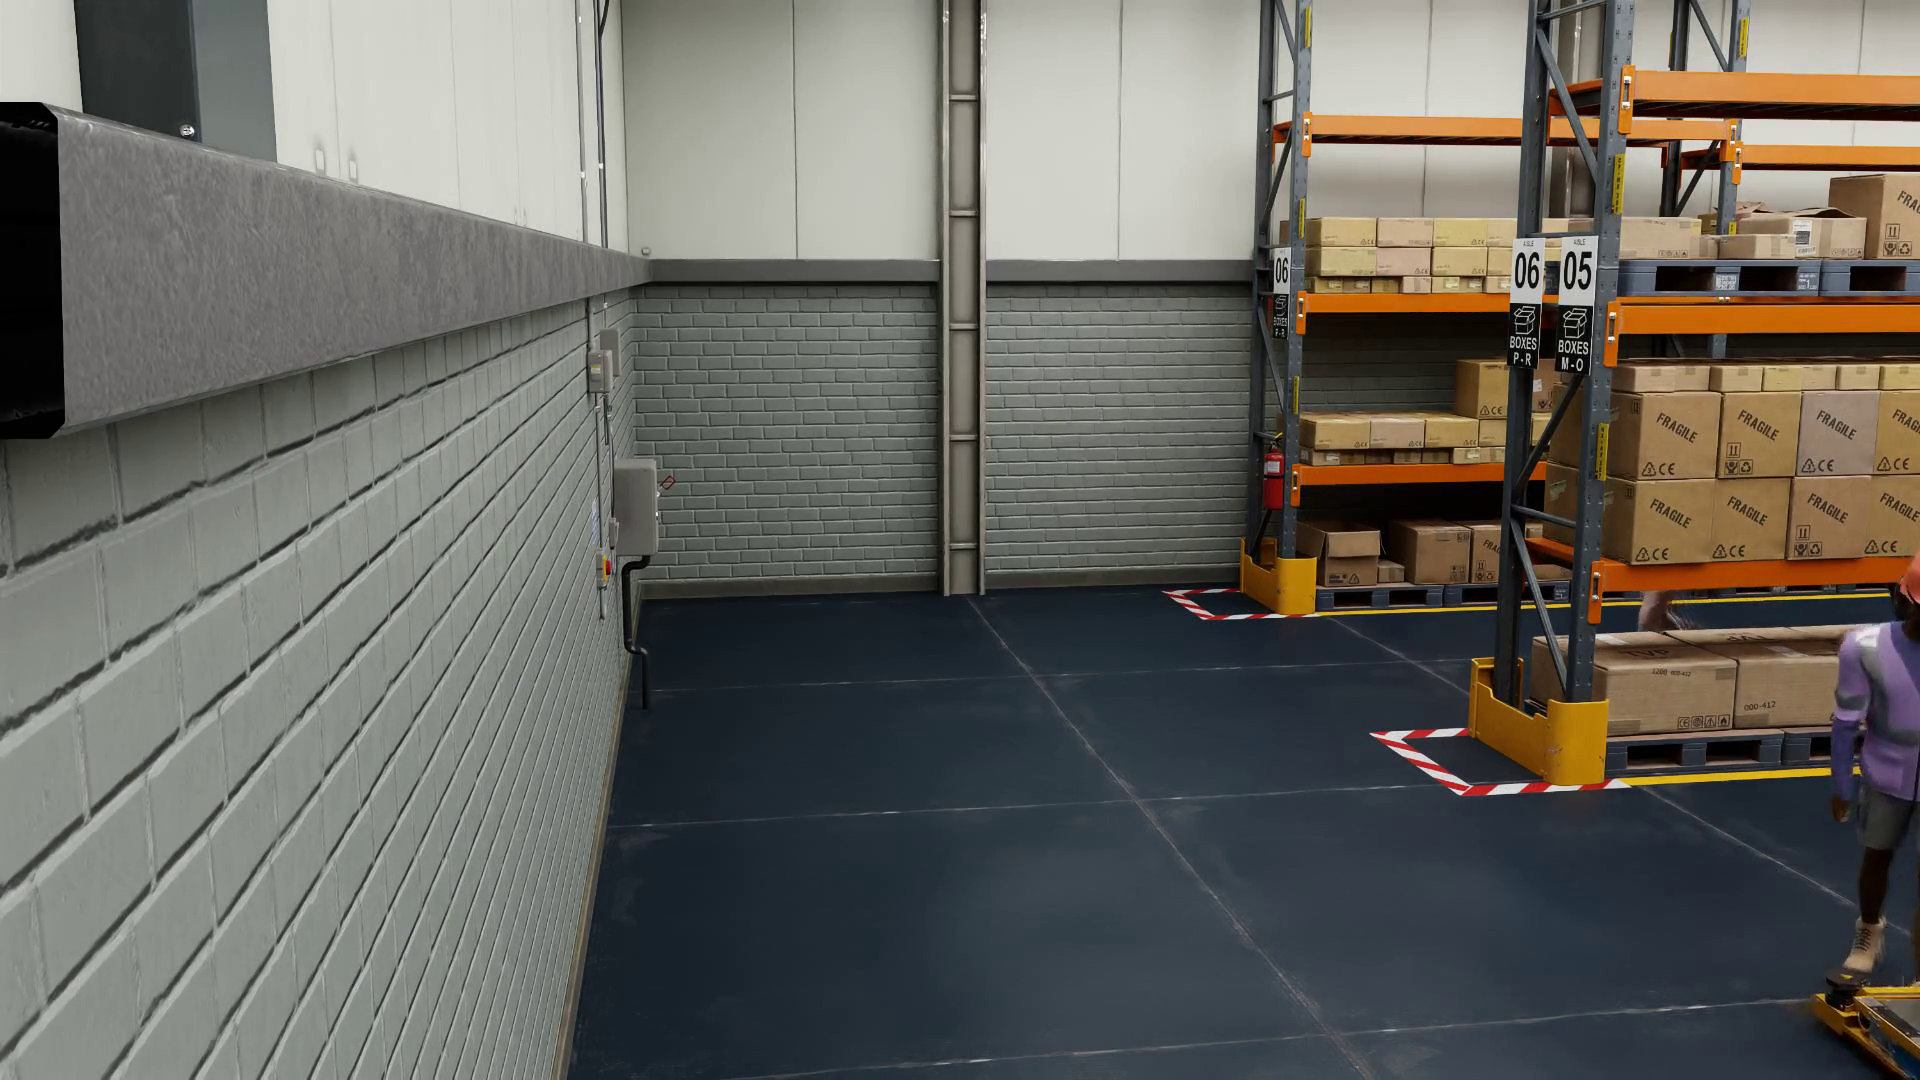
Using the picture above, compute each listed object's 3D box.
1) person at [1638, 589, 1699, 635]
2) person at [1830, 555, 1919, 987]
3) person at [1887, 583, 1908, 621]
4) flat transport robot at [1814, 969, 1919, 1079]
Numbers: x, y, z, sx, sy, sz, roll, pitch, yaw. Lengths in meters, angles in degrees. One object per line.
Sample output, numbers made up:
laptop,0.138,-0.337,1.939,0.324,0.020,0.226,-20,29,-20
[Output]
person,5.041,0.152,11.867,0.966,1.953,0.625,-4,10,-22
person,3.847,0.990,6.708,0.620,1.935,1.148,5,11,29
person,6.843,0.068,12.080,0.782,2.000,0.682,-2,9,-14
flat transport robot,3.801,1.931,6.029,0.652,0.197,1.431,0,9,-2
